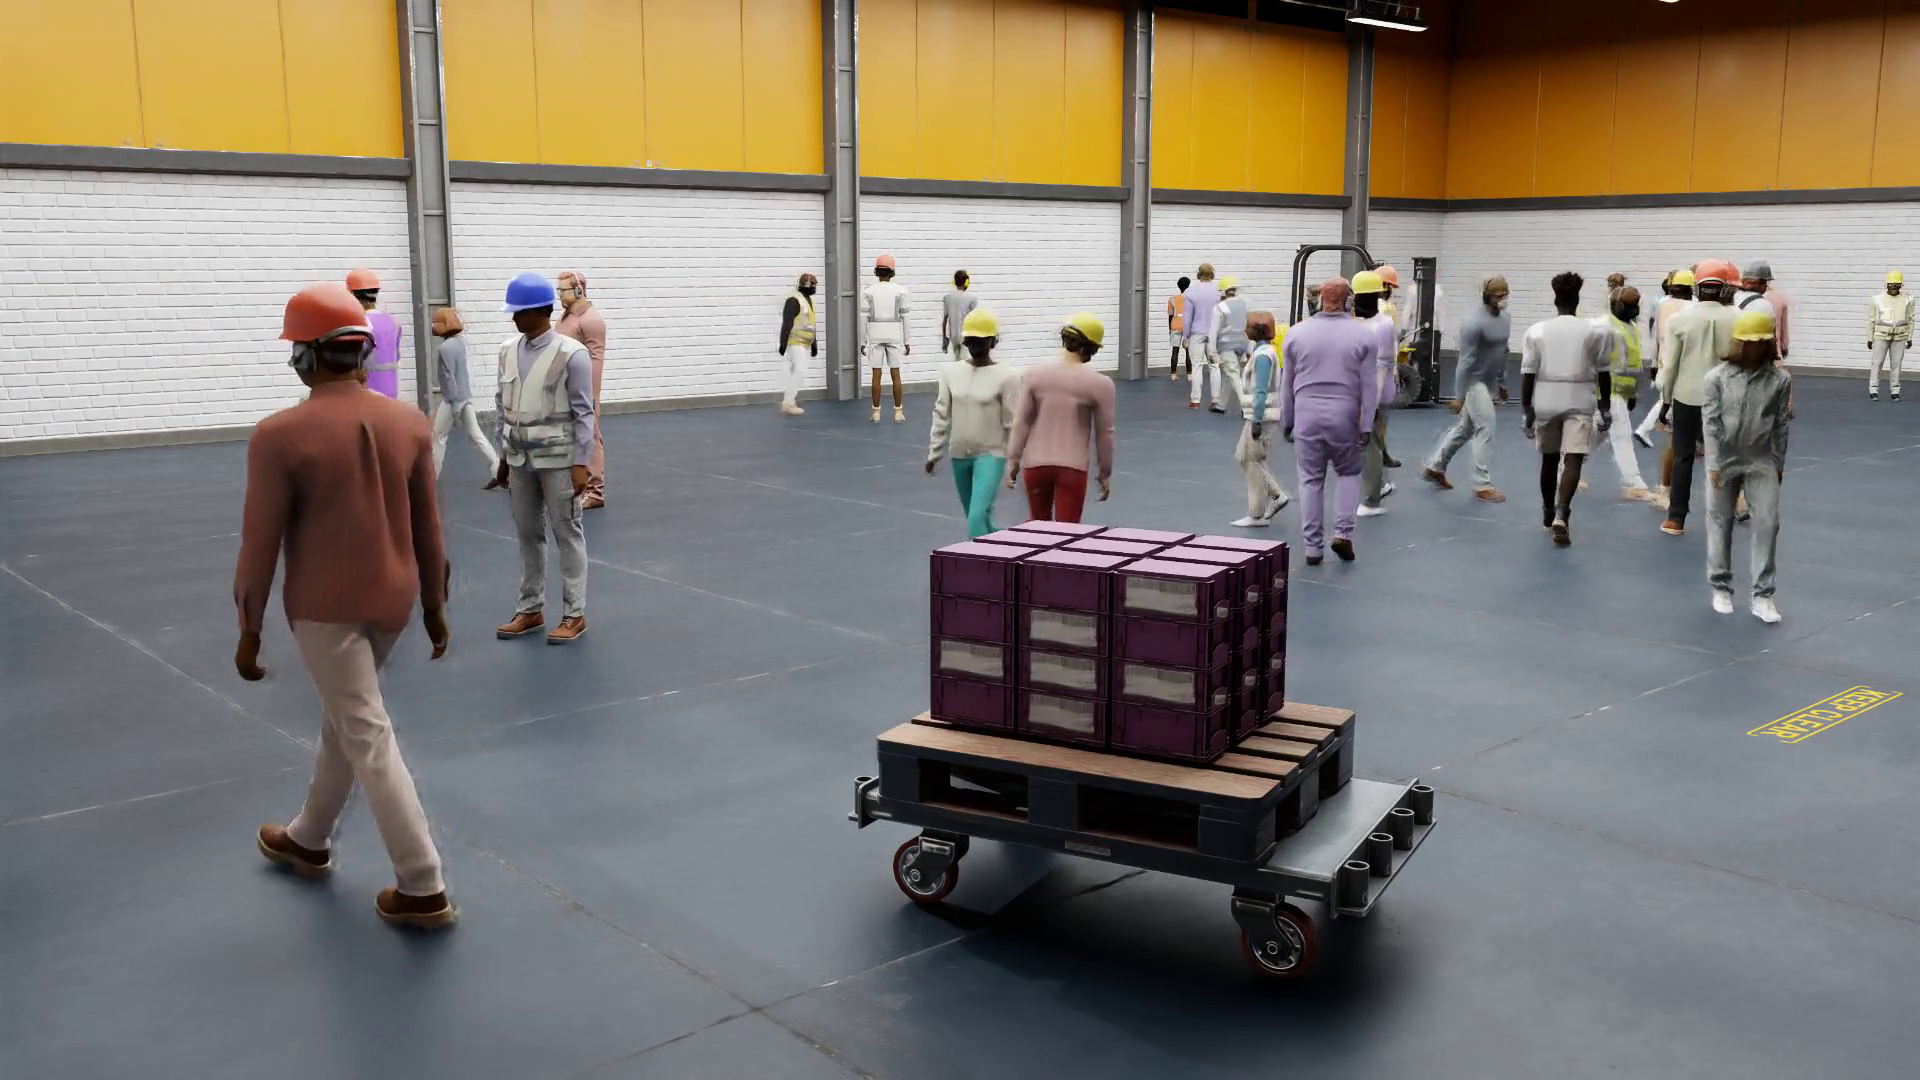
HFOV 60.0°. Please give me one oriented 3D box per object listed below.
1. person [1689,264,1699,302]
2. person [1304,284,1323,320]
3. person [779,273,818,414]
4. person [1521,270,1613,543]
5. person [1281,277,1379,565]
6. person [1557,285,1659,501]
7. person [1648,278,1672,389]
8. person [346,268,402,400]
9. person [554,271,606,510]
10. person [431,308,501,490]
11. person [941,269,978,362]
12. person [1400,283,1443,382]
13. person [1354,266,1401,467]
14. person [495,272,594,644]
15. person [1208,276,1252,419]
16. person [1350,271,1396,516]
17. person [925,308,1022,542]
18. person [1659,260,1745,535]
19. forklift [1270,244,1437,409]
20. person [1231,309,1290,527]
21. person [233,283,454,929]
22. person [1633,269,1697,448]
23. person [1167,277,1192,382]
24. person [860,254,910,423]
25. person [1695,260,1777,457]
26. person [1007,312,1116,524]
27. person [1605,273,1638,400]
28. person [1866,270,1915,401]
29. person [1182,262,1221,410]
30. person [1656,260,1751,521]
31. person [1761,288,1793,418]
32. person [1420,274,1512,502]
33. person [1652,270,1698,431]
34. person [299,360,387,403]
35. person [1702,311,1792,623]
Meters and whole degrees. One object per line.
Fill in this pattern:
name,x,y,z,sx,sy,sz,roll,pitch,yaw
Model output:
person,9.890,-2.721,22.226,0.654,1.918,0.556,-2,10,-11
person,5.086,-2.877,24.016,0.374,1.627,0.522,1,10,5
person,-2.064,-2.504,21.299,0.501,1.802,0.651,2,10,13
person,4.318,-0.958,11.898,0.615,1.931,0.961,5,11,29
person,2.419,-0.776,10.937,0.639,1.885,0.458,3,10,18
person,5.506,-1.248,14.043,0.982,1.800,0.648,9,13,41
person,10.764,-3.143,25.346,0.540,1.696,0.316,7,12,34
person,-4.463,-1.086,12.610,0.377,1.932,0.552,3,10,18
person,-3.084,-1.197,13.347,0.411,1.908,0.643,-7,12,-37
person,-4.313,-1.196,14.293,0.867,1.589,0.514,1,10,4
person,0.037,-2.648,22.026,0.508,1.849,0.530,6,12,32
person,7.206,-3.311,25.782,0.648,1.883,0.697,-4,11,-24
person,4.027,-1.661,15.990,0.366,1.930,0.542,-5,11,-27
person,-2.192,-0.423,8.714,0.602,1.939,0.401,5,11,26
person,3.417,-2.402,20.791,0.600,1.785,0.933,-6,12,-33
person,3.153,-1.120,12.892,0.410,1.911,0.584,-1,10,-8
person,0.120,-0.510,9.831,0.528,1.729,0.879,5,11,28
person,5.381,-1.020,12.048,0.608,1.995,0.377,2,10,11
forklift,5.256,-2.933,22.661,2.313,2.155,1.214,3,10,16
person,2.216,-0.898,12.378,0.364,1.626,0.534,2,10,9
person,-1.922,0.191,5.126,1.014,1.940,0.637,6,11,31
person,7.540,-1.920,17.634,0.925,1.892,0.590,-3,10,-16
person,3.608,-3.402,26.887,0.532,1.694,0.320,4,10,22
person,-0.912,-2.444,20.241,0.615,2.040,0.391,-1,10,-3
person,7.826,-1.826,16.629,1.013,2.000,0.680,-4,11,-23
person,0.559,-0.373,9.058,0.552,1.715,0.553,3,10,19
person,9.293,-2.843,23.347,0.545,1.786,0.952,-1,10,-4
person,12.995,-2.846,23.245,0.593,1.824,0.403,3,10,17
person,3.235,-2.686,21.965,0.635,1.936,0.352,-1,10,-7
person,5.789,-1.136,12.751,0.638,1.982,1.043,-3,10,-16
person,10.165,-2.463,21.019,0.696,1.835,1.066,-1,10,-4
person,4.265,-1.287,13.977,0.885,1.894,0.662,9,13,44
person,8.330,-2.195,19.293,0.640,1.869,0.592,-4,10,-20
person,-3.110,-0.228,8.476,0.526,1.620,0.380,1,10,3
person,4.359,-0.400,9.235,0.489,1.717,0.702,2,10,12
